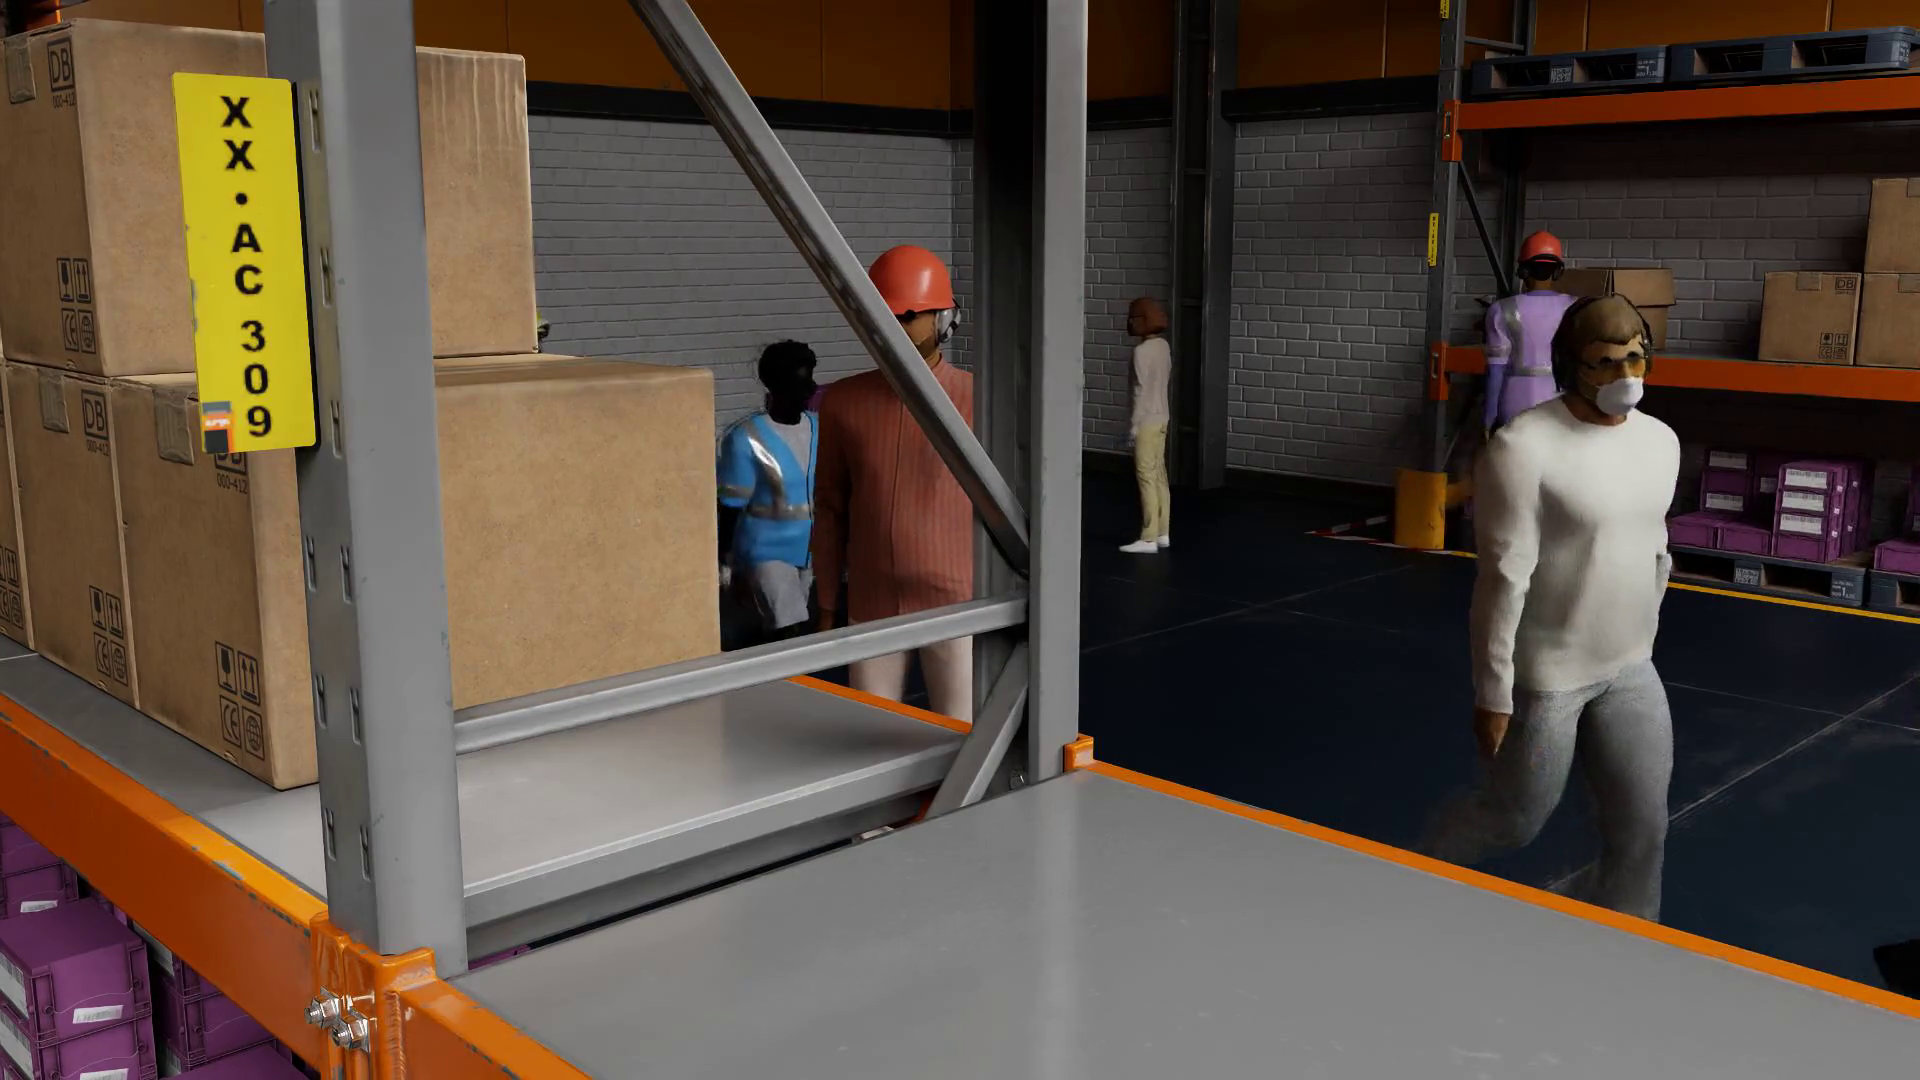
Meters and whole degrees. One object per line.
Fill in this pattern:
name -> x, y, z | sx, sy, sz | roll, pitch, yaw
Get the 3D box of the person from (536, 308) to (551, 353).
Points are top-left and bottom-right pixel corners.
person -> -1.577, 0.017, 6.039 | 0.403, 1.826, 0.588 | 2, 11, 11

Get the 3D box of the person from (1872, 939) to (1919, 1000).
person -> 2.453, 0.412, 3.633 | 0.622, 1.921, 0.550 | 8, 13, 38

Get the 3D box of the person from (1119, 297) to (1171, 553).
person -> 1.197, -0.731, 10.645 | 0.266, 1.631, 0.506 | 5, 12, 26

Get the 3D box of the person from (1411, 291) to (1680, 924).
person -> 1.480, 0.321, 4.229 | 0.638, 1.912, 0.918 | -5, 12, -25

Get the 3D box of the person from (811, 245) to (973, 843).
person -> -0.126, 0.183, 4.669 | 0.617, 1.993, 0.396 | 3, 11, 14

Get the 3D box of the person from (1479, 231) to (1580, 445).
person -> 3.297, -0.746, 9.604 | 0.608, 2.044, 0.372 | 0, 10, -1

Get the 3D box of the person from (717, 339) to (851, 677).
person -> -0.706, 0.047, 6.405 | 0.905, 1.654, 0.548 | 9, 14, 41
